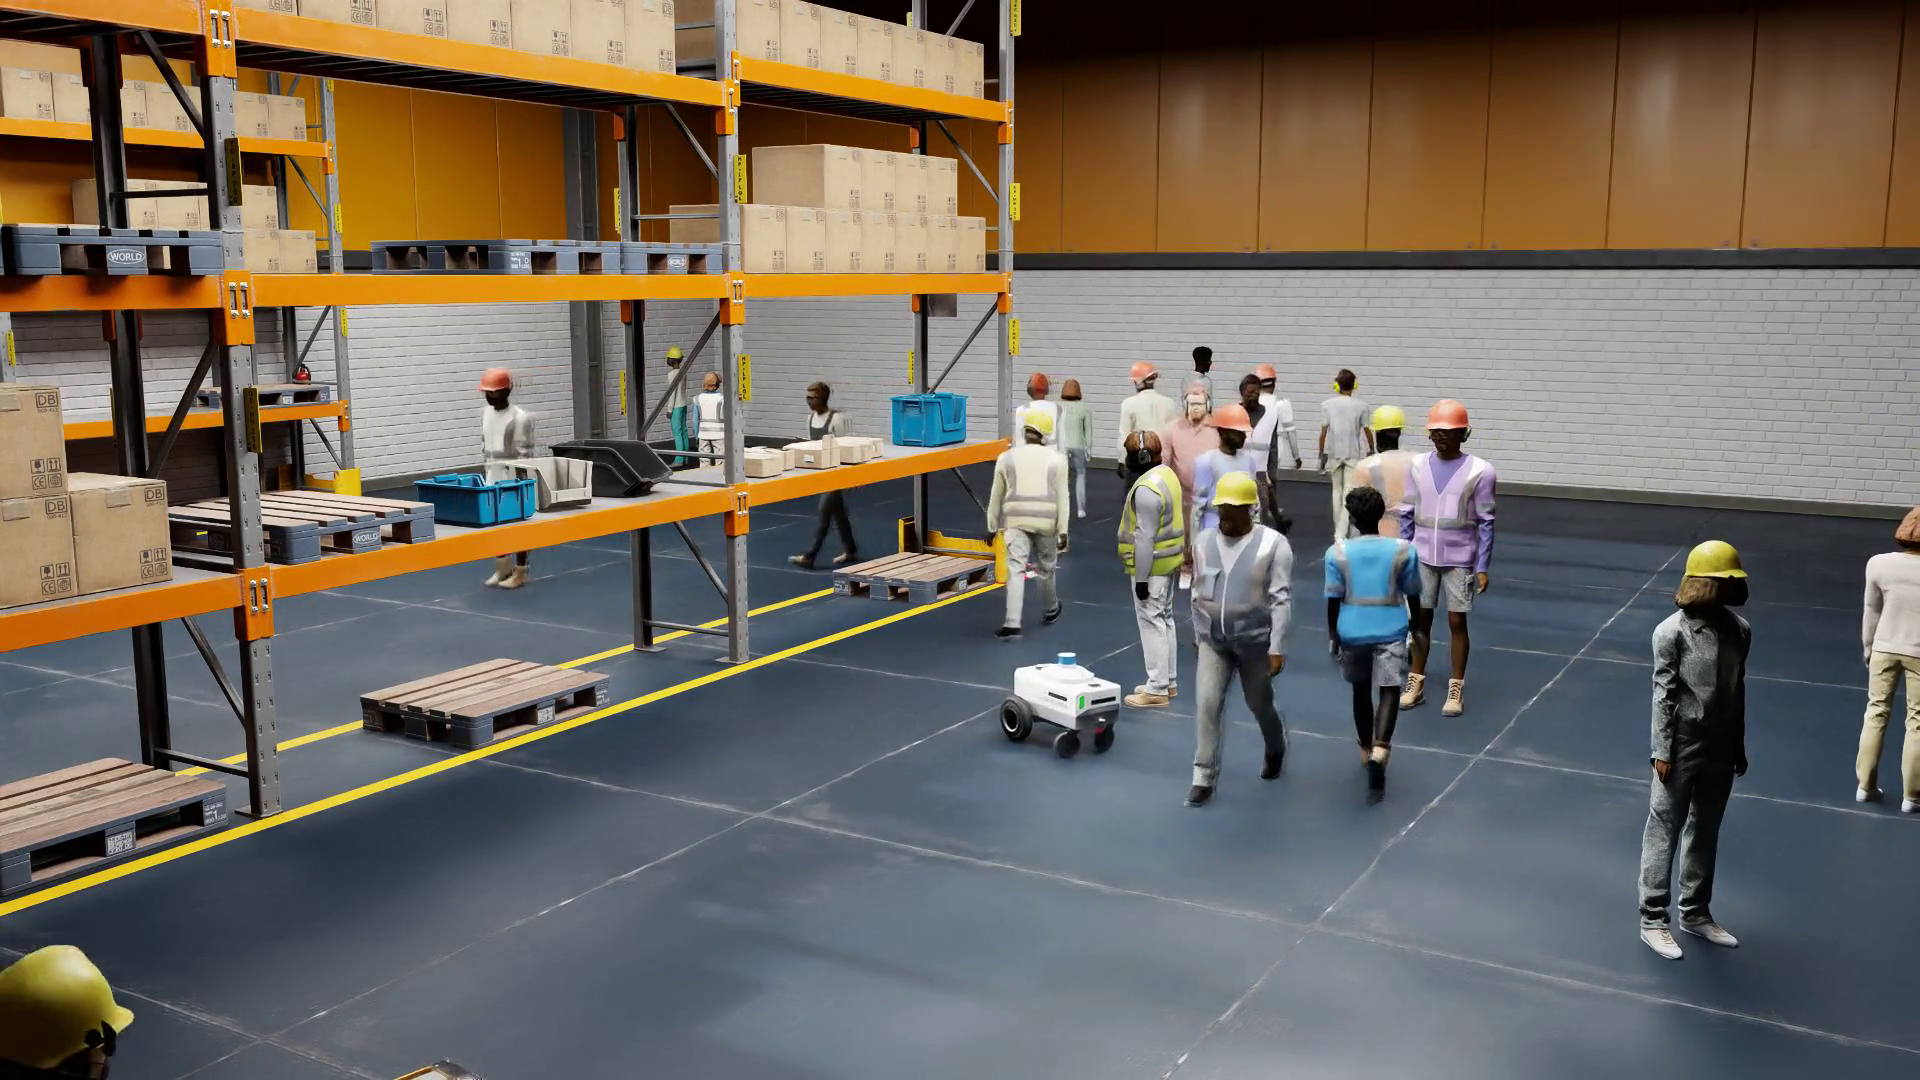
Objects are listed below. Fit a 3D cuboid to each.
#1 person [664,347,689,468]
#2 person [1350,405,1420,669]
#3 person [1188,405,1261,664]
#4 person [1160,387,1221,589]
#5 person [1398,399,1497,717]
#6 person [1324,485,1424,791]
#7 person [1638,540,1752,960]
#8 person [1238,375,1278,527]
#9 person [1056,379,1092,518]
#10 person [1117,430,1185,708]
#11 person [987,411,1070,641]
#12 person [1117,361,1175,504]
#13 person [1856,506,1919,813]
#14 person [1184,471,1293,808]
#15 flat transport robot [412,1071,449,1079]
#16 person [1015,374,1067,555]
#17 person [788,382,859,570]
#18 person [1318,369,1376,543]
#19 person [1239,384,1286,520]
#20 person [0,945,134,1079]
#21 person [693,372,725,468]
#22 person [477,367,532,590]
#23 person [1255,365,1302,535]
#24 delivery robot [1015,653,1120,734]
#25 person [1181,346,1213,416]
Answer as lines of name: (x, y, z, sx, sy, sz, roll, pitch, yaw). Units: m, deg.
person: (-4.160, -1.940, 24.374, 0.306, 1.772, 0.525, 2, 9, 12)
person: (3.043, -0.002, 11.830, 0.615, 1.910, 0.410, -3, 9, -16)
person: (1.987, -0.046, 12.194, 0.559, 1.908, 0.807, -6, 11, -34)
person: (2.060, -0.425, 14.672, 0.669, 1.859, 1.008, 2, 9, 10)
person: (3.106, 0.115, 10.693, 0.607, 2.045, 0.390, 7, 11, 36)
person: (2.284, 0.532, 9.257, 0.536, 1.666, 0.787, 3, 10, 19)
person: (3.093, 0.865, 6.945, 0.487, 1.746, 0.287, -4, 10, -23)
person: (2.737, -0.601, 15.648, 0.626, 1.880, 0.910, -1, 9, -6)
person: (1.266, -1.053, 19.273, 0.522, 1.632, 0.327, 0, 9, 2)
person: (1.247, 0.189, 10.935, 0.430, 1.830, 0.618, 3, 10, 20)
person: (0.537, -0.124, 13.089, 0.651, 1.762, 0.976, 1, 9, 6)
person: (1.893, -0.806, 16.669, 0.639, 1.974, 0.597, -4, 10, -21)
person: (5.024, 0.626, 8.806, 0.270, 1.627, 0.499, -7, 12, -39)
person: (1.542, 0.505, 9.053, 0.594, 1.806, 0.857, 5, 11, 30)
flat transport robot: (-1.498, 1.920, 4.943, 1.431, 0.197, 0.652, 8, 12, 41)
person: (0.826, -0.777, 16.937, 0.602, 1.834, 1.008, -4, 10, -24)
person: (-1.327, -0.618, 16.035, 0.941, 1.795, 0.534, -8, 12, -40)
person: (4.080, -0.859, 17.413, 0.564, 1.843, 0.767, 5, 10, 27)
person: (3.320, -1.006, 18.887, 0.825, 1.655, 0.543, 1, 9, 5)
person: (-1.551, 1.534, 2.851, 0.535, 1.720, 0.893, 3, 10, 17)
person: (-3.017, -1.228, 20.328, 0.514, 1.642, 0.314, 3, 10, 17)
person: (-4.071, -0.534, 14.825, 0.624, 2.015, 0.544, 6, 11, 32)
person: (3.281, -0.919, 17.723, 0.568, 1.863, 1.045, 8, 12, 42)
delivery robot: (0.643, 0.921, 10.001, 0.477, 0.478, 0.707, -6, 11, -34)
person: (2.930, -1.411, 20.495, 0.378, 1.958, 0.607, -4, 10, -22)
